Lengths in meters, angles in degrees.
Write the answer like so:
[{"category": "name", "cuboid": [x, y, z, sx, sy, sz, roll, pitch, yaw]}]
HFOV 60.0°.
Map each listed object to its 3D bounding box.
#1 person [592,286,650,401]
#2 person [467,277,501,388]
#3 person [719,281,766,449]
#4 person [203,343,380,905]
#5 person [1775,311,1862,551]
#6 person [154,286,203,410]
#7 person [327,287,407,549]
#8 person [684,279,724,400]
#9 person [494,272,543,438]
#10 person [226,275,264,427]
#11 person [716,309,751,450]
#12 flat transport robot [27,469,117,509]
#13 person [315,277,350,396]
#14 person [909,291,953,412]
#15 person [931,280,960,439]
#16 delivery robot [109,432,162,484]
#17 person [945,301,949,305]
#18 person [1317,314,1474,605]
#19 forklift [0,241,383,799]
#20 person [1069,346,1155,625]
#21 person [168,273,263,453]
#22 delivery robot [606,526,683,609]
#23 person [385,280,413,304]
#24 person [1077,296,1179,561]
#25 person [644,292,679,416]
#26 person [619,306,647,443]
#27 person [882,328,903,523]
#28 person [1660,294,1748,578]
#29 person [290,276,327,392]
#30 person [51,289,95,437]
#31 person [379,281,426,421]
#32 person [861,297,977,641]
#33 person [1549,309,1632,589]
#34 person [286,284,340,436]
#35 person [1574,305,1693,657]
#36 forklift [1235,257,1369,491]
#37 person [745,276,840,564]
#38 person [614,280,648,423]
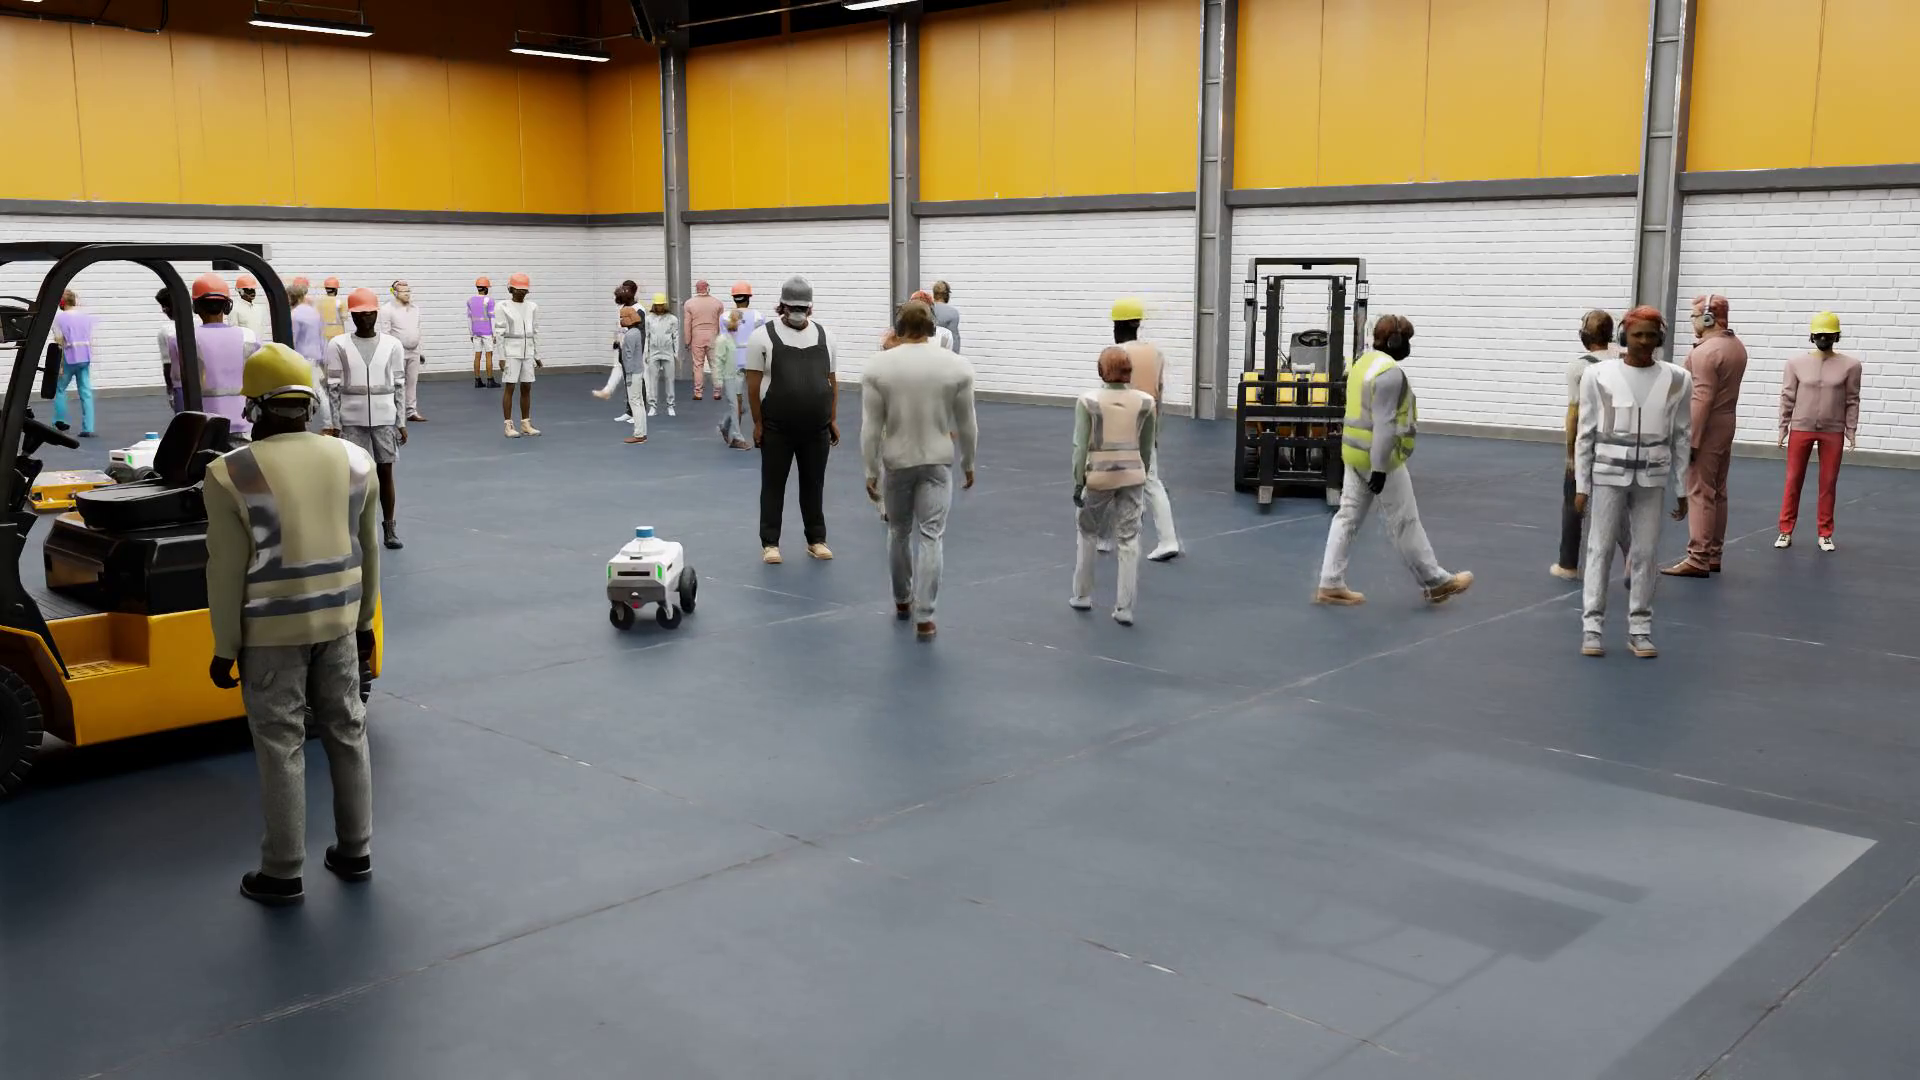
[{"category": "person", "cuboid": [-5.267, -3.039, 25.898, 0.913, 1.792, 0.649, 0, 9, 2]}, {"category": "person", "cuboid": [-8.291, -3.614, 28.985, 0.552, 1.934, 0.373, 3, 10, 19]}, {"category": "person", "cuboid": [-2.507, -2.018, 19.209, 0.547, 1.934, 0.375, -2, 10, -13]}, {"category": "person", "cuboid": [-2.189, 0.274, 5.467, 0.403, 1.833, 0.591, 7, 12, 38]}, {"category": "person", "cuboid": [6.306, -0.795, 12.229, 0.533, 1.767, 0.327, 4, 10, 24]}, {"category": "person", "cuboid": [-7.430, -1.501, 16.112, 0.614, 1.922, 0.655, 8, 12, 41]}, {"category": "person", "cuboid": [-4.348, -0.884, 12.241, 0.542, 1.939, 0.362, -4, 10, -24]}, {"category": "person", "cuboid": [-4.049, -3.160, 26.309, 0.643, 1.905, 0.400, -3, 10, -18]}, {"category": "person", "cuboid": [-5.418, -2.276, 20.491, 0.396, 2.033, 0.605, 8, 12, 41]}, {"category": "person", "cuboid": [-9.103, -2.390, 21.303, 0.383, 1.996, 0.609, 2, 10, 13]}, {"category": "person", "cuboid": [-2.618, -1.853, 19.170, 0.648, 1.611, 0.522, 8, 12, 40]}, {"category": "flat transport robot", "cuboid": [-7.918, -0.461, 14.749, 0.652, 0.197, 1.431, -6, 11, -34]}, {"category": "person", "cuboid": [-10.212, -3.315, 27.155, 0.545, 1.938, 0.356, 1, 9, 4]}, {"category": "person", "cuboid": [-0.330, -1.172, 14.180, 0.577, 1.883, 0.353, -4, 10, -24]}, {"category": "person", "cuboid": [-0.256, -2.178, 20.195, 0.632, 1.939, 0.360, 7, 12, 38]}, {"category": "delivery robot", "cuboid": [-7.461, -0.753, 15.384, 0.477, 0.478, 0.707, 5, 11, 29]}, {"category": "person", "cuboid": [-0.419, -2.899, 25.583, 0.608, 1.622, 0.550, -2, 9, -9]}, {"category": "person", "cuboid": [2.669, -0.479, 10.216, 0.970, 1.786, 0.638, -1, 9, -7]}, {"category": "forklift", "cuboid": [-3.706, -0.171, 7.093, 1.214, 2.155, 2.313, 9, 13, 43]}, {"category": "person", "cuboid": [0.879, -0.335, 9.854, 0.511, 1.612, 0.698, -2, 9, -9]}, {"category": "person", "cuboid": [-4.983, -0.765, 11.193, 0.614, 2.043, 0.373, -9, 13, -44]}, {"category": "delivery robot", "cuboid": [-1.845, 0.164, 9.762, 0.477, 0.478, 0.707, 0, 9, 0]}, {"category": "person", "cuboid": [-9.816, -3.610, 29.166, 0.508, 1.872, 0.328, -7, 12, -38]}, {"category": "person", "cuboid": [1.227, -0.791, 11.890, 0.601, 1.882, 1.018, -6, 11, -33]}, {"category": "person", "cuboid": [-4.202, -2.608, 23.417, 0.492, 1.740, 0.325, -1, 9, -8]}, {"category": "person", "cuboid": [-3.902, -1.965, 19.830, 0.278, 1.626, 0.501, 0, 9, -2]}, {"category": "person", "cuboid": [-0.442, -0.901, 13.335, 0.559, 1.612, 0.504, 8, 12, 41]}, {"category": "person", "cuboid": [5.011, -0.699, 11.217, 0.410, 1.906, 0.642, 8, 12, 41]}, {"category": "person", "cuboid": [-10.953, -3.374, 27.478, 0.620, 1.961, 0.921, 4, 10, 21]}, {"category": "person", "cuboid": [-10.986, -2.165, 20.454, 0.723, 1.823, 0.580, 4, 10, 24]}, {"category": "person", "cuboid": [-7.484, -2.527, 22.420, 0.403, 1.906, 0.652, 6, 11, 32]}, {"category": "person", "cuboid": [-0.228, -0.427, 9.553, 0.649, 1.901, 0.934, 0, 9, 3]}, {"category": "person", "cuboid": [4.181, -0.587, 10.810, 0.523, 1.820, 0.801, -1, 9, -7]}, {"category": "person", "cuboid": [-8.158, -2.210, 20.556, 1.005, 1.885, 0.638, 0, 9, 3]}, {"category": "person", "cuboid": [3.582, -0.310, 8.892, 0.585, 1.882, 0.351, 2, 9, 11]}, {"category": "forklift", "cuboid": [3.309, -1.629, 16.029, 1.214, 2.155, 2.313, 2, 9, 11]}, {"category": "person", "cuboid": [-1.144, -0.855, 11.753, 0.674, 2.000, 0.536, -4, 10, -24]}, {"category": "person", "cuboid": [-4.435, -2.546, 22.493, 0.392, 1.922, 0.592, -8, 12, -39]}]
